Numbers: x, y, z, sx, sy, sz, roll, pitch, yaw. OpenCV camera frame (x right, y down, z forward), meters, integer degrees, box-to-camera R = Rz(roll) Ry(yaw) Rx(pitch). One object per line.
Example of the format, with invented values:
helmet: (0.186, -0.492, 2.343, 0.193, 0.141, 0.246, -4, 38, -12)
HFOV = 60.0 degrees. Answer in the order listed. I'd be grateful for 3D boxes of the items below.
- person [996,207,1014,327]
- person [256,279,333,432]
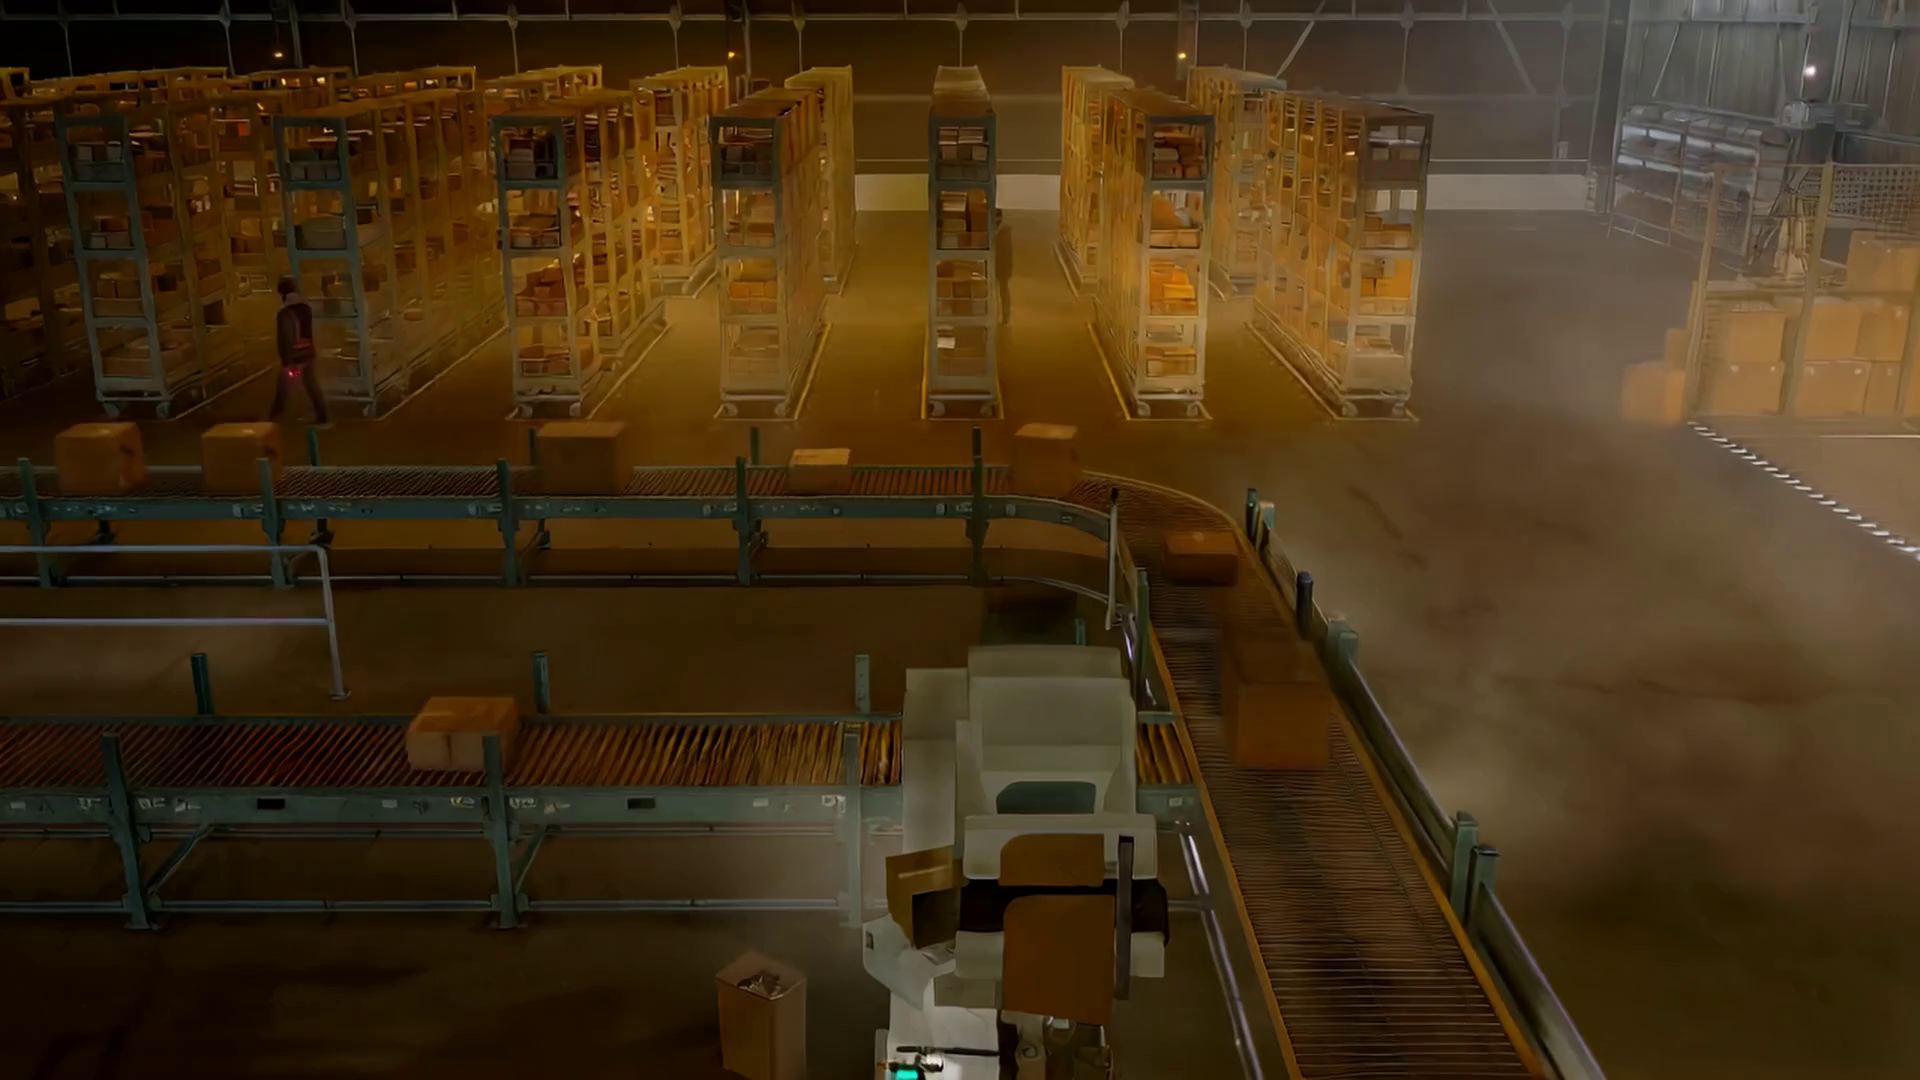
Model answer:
person: (0.598, -4.234, 25.732, 0.586, 1.833, 0.402, 13, 22, 36)
person: (-7.766, -2.120, 19.280, 0.916, 1.781, 0.603, 5, 19, 14)
